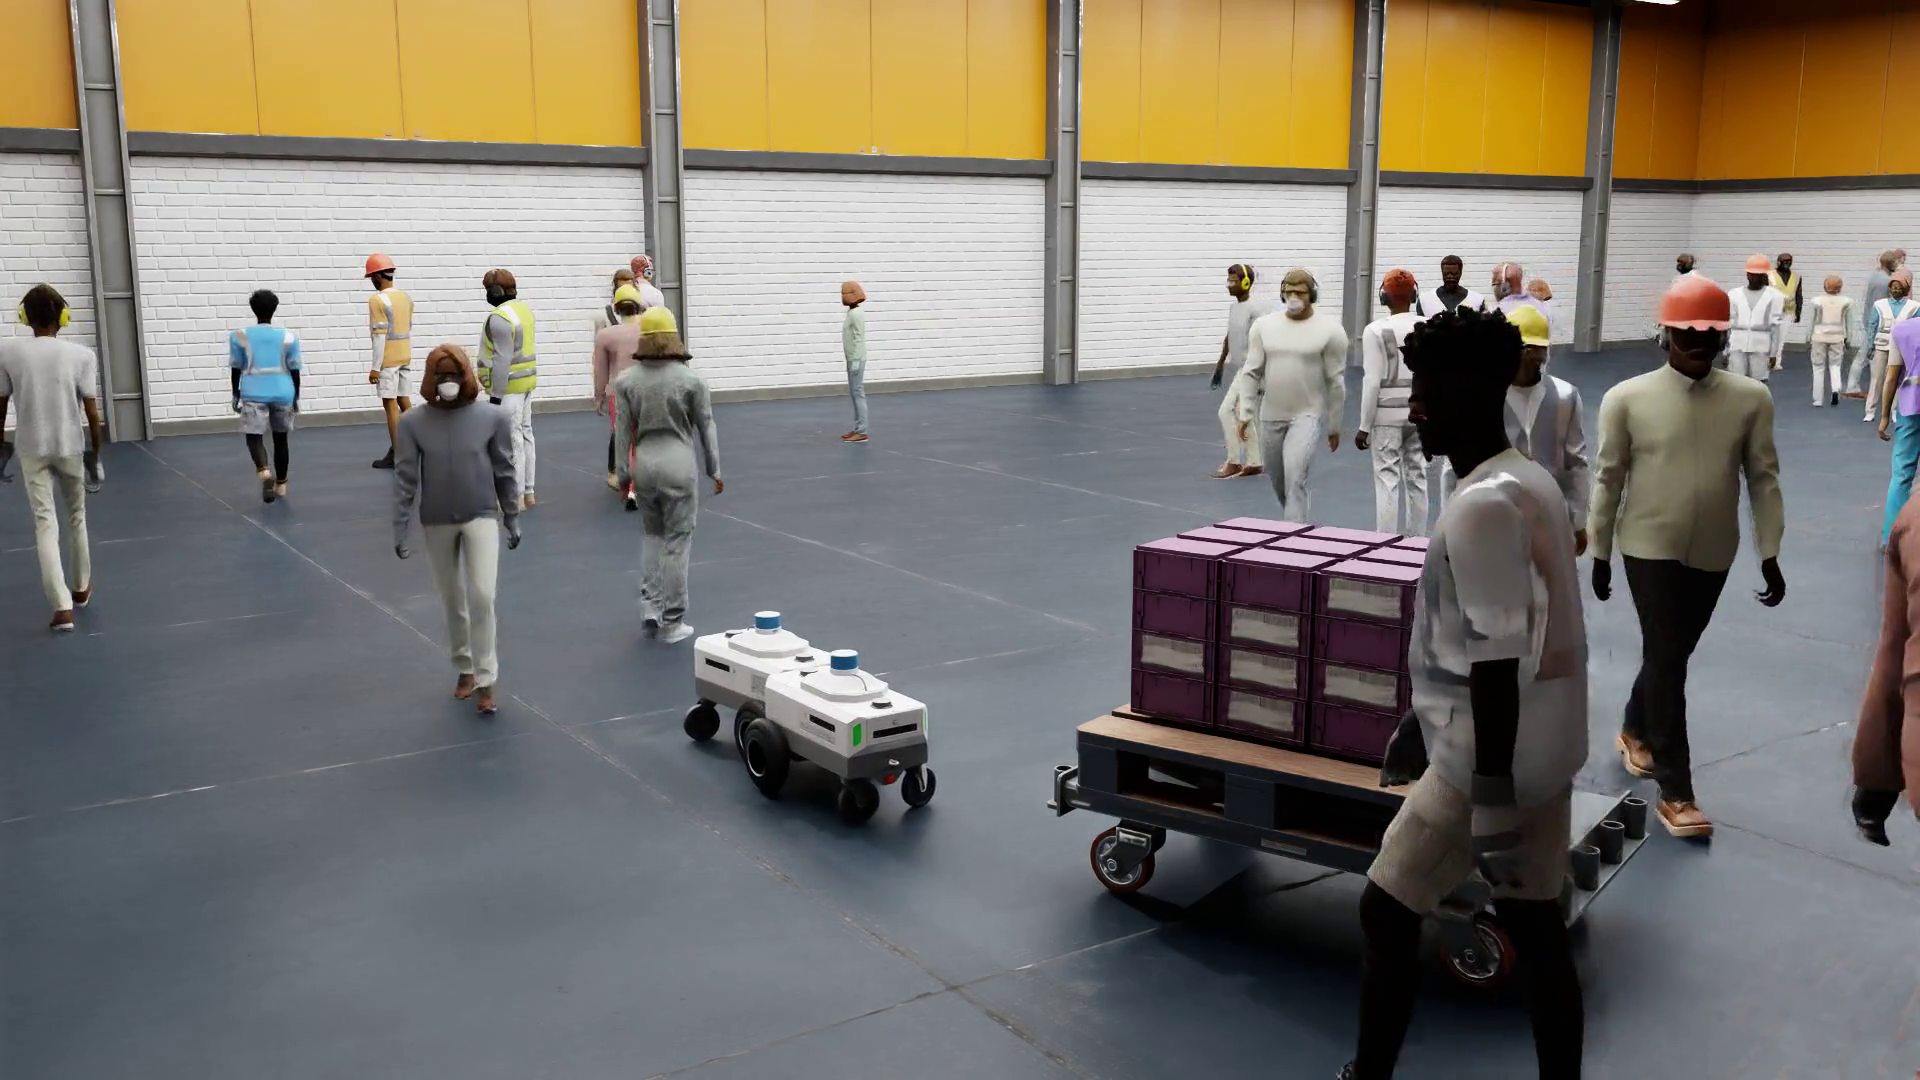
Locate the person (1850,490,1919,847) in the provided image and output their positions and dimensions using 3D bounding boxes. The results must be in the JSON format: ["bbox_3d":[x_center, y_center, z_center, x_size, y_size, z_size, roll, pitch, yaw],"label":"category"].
[{"bbox_3d":[2.134,0.549,3.320,0.514,1.869,0.753,-3,11,-15],"label":"person"}]

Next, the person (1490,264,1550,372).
[{"bbox_3d":[4.358,-1.214,12.989,0.650,1.871,0.838,-4,11,-22],"label":"person"}]

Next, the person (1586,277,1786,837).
[{"bbox_3d":[2.624,0.020,6.072,0.611,1.945,1.033,0,10,0],"label":"person"}]

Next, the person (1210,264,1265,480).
[{"bbox_3d":[2.360,-1.441,14.321,0.677,1.848,0.533,-2,10,-9],"label":"person"}]

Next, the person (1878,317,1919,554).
[{"bbox_3d":[6.282,-0.787,10.769,0.568,1.836,0.386,5,11,24],"label":"person"}]

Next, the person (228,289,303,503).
[{"bbox_3d":[-5.390,-1.114,12.972,0.534,1.672,0.706,-6,12,-31],"label":"person"}]

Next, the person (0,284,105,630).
[{"bbox_3d":[-4.932,-0.460,9.005,0.542,1.820,0.965,-6,12,-29],"label":"person"}]

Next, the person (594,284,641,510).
[{"bbox_3d":[-2.550,-1.109,12.849,0.530,1.715,0.944,-3,11,-14],"label":"person"}]

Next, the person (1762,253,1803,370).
[{"bbox_3d":[12.796,-3.557,25.952,0.654,1.828,0.454,0,10,1],"label":"person"}]

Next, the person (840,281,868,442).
[{"bbox_3d":[-1.080,-1.816,16.946,0.266,1.631,0.507,-2,10,-10],"label":"person"}]

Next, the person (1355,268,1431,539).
[{"bbox_3d":[2.715,-0.737,10.347,0.576,1.883,0.362,-5,11,-24],"label":"person"}]

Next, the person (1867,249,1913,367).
[{"bbox_3d":[14.729,-3.652,26.332,0.405,1.886,0.668,-6,12,-29],"label":"person"}]

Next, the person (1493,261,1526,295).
[{"bbox_3d":[4.468,-1.331,13.595,0.661,1.884,0.714,3,11,14],"label":"person"}]

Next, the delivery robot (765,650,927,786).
[{"bbox_3d":[-0.425,0.649,6.135,0.477,0.478,0.707,-7,13,-34],"label":"delivery robot"}]

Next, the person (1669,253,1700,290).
[{"bbox_3d":[10.938,-3.403,25.104,0.607,1.829,0.641,0,10,-2],"label":"person"}]

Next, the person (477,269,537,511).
[{"bbox_3d":[-3.456,-1.141,12.694,0.429,1.838,0.621,1,10,4],"label":"person"}]

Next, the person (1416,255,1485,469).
[{"bbox_3d":[4.350,-1.576,14.850,0.591,1.918,0.383,3,11,15],"label":"person"}]

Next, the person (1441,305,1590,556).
[{"bbox_3d":[2.446,-0.129,7.291,0.612,1.783,0.919,0,10,-2],"label":"person"}]

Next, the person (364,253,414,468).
[{"bbox_3d":[-5.149,-1.607,14.995,0.371,1.928,0.543,3,11,15],"label":"person"}]

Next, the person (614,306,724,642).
[{"bbox_3d":[-1.510,-0.335,8.599,0.502,1.724,0.436,2,11,11],"label":"person"}]

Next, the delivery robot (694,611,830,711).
[{"bbox_3d":[-0.780,0.534,6.765,0.477,0.478,0.707,-9,13,-39],"label":"delivery robot"}]

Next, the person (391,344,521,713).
[{"bbox_3d":[-2.210,-0.043,7.275,0.529,1.602,0.717,-2,10,-9],"label":"person"}]

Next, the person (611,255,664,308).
[{"bbox_3d":[-3.101,-1.831,16.305,0.639,1.900,0.403,6,12,30],"label":"person"}]

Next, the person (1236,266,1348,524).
[{"bbox_3d":[2.110,-0.767,10.502,0.635,1.910,0.926,7,12,32],"label":"person"}]

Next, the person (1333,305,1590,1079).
[{"bbox_3d":[1.060,0.457,3.675,0.849,1.922,0.617,7,12,32],"label":"person"}]

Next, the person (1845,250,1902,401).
[{"bbox_3d":[11.737,-2.684,20.967,0.955,1.898,0.661,4,11,21],"label":"person"}]

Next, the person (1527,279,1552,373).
[{"bbox_3d":[6.064,-1.928,17.558,0.277,1.633,0.507,-1,10,-3],"label":"person"}]

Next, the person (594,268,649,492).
[{"bbox_3d":[-2.639,-1.251,13.320,0.524,1.828,0.417,-7,12,-34],"label":"person"}]

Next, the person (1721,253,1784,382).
[{"bbox_3d":[8.101,-1.969,17.031,0.545,1.919,0.590,6,12,31],"label":"person"}]

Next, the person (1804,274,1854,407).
[{"bbox_3d":[10.581,-2.417,20.271,0.517,1.626,0.395,3,11,17],"label":"person"}]

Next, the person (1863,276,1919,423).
[{"bbox_3d":[10.452,-2.128,18.646,0.514,1.637,0.314,6,12,29],"label":"person"}]
